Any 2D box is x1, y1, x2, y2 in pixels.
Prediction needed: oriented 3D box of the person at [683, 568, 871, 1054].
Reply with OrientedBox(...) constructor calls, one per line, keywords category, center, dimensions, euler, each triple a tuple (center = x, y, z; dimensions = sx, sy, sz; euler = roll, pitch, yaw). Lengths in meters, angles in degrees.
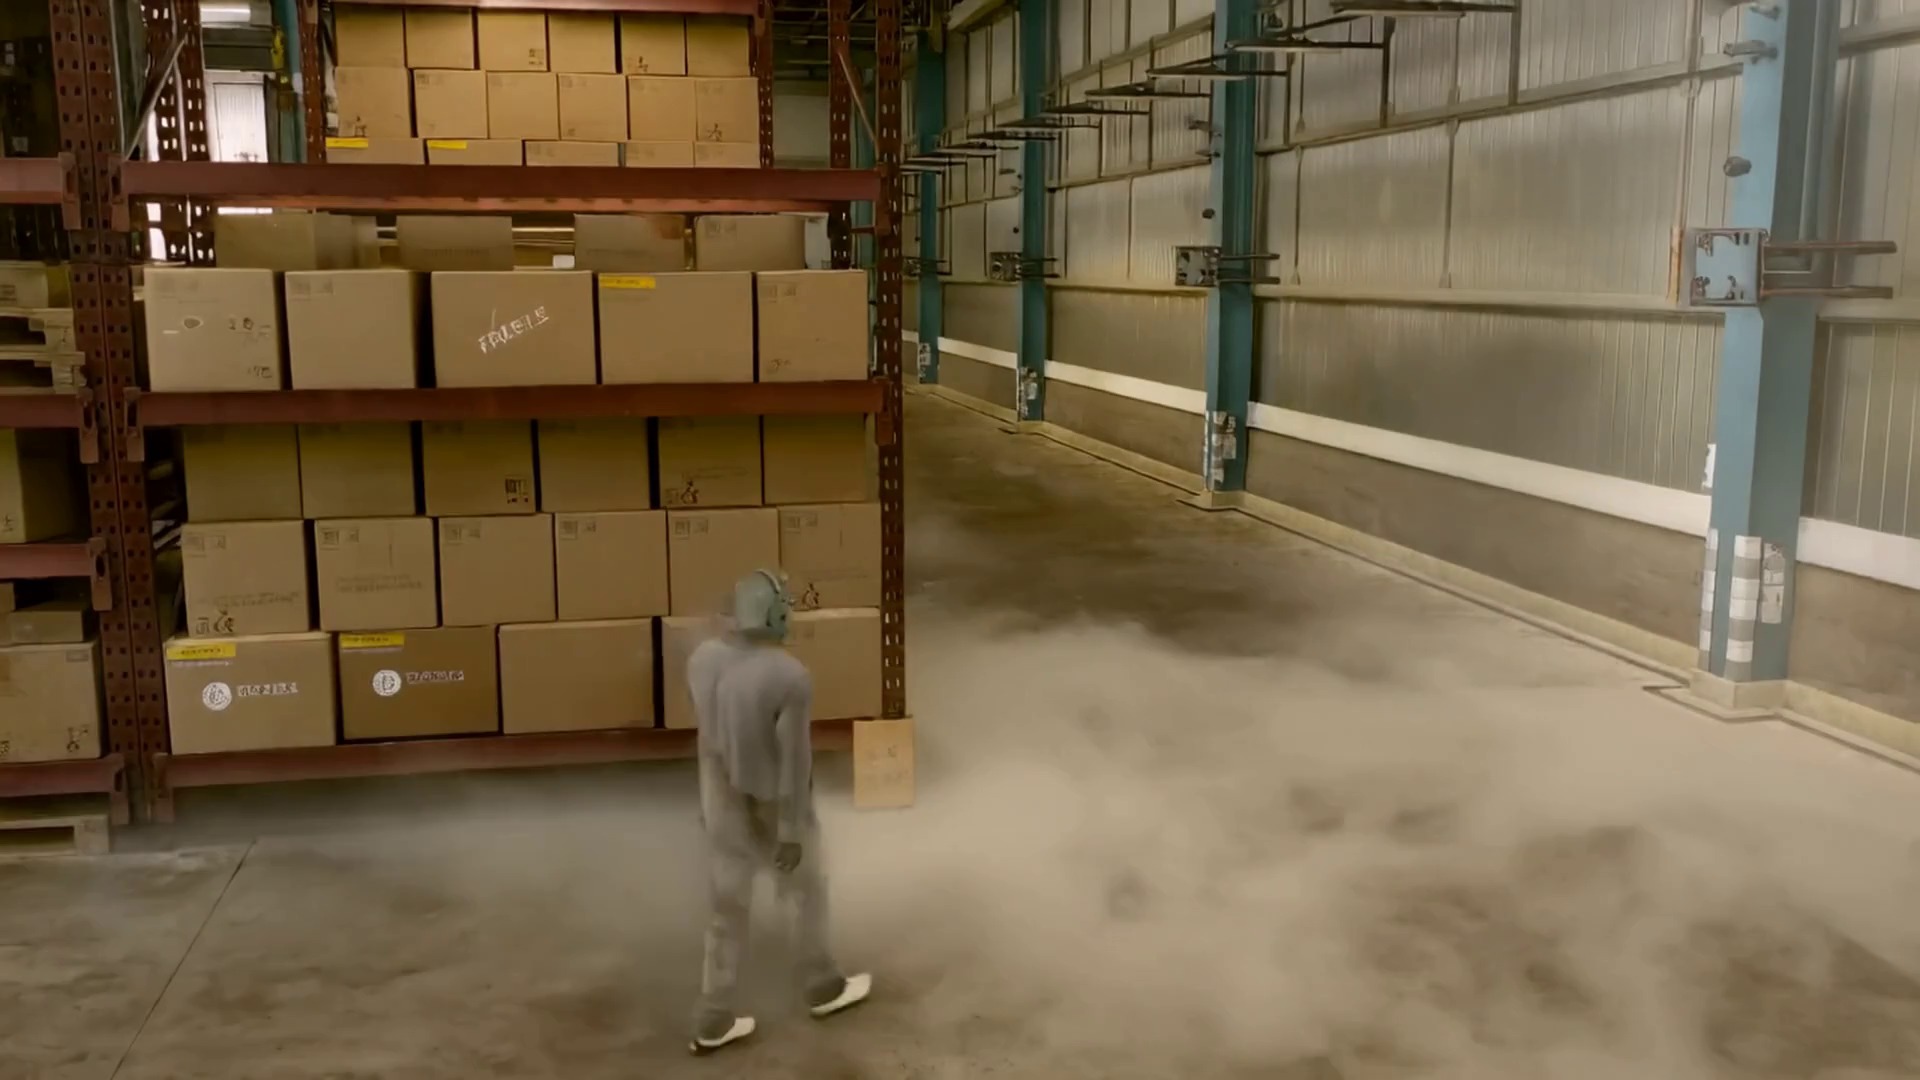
OrientedBox(category="person", center=(-0.741, 1.032, 6.601), dimensions=(0.660, 1.869, 0.906), euler=(6, 11, 33))
